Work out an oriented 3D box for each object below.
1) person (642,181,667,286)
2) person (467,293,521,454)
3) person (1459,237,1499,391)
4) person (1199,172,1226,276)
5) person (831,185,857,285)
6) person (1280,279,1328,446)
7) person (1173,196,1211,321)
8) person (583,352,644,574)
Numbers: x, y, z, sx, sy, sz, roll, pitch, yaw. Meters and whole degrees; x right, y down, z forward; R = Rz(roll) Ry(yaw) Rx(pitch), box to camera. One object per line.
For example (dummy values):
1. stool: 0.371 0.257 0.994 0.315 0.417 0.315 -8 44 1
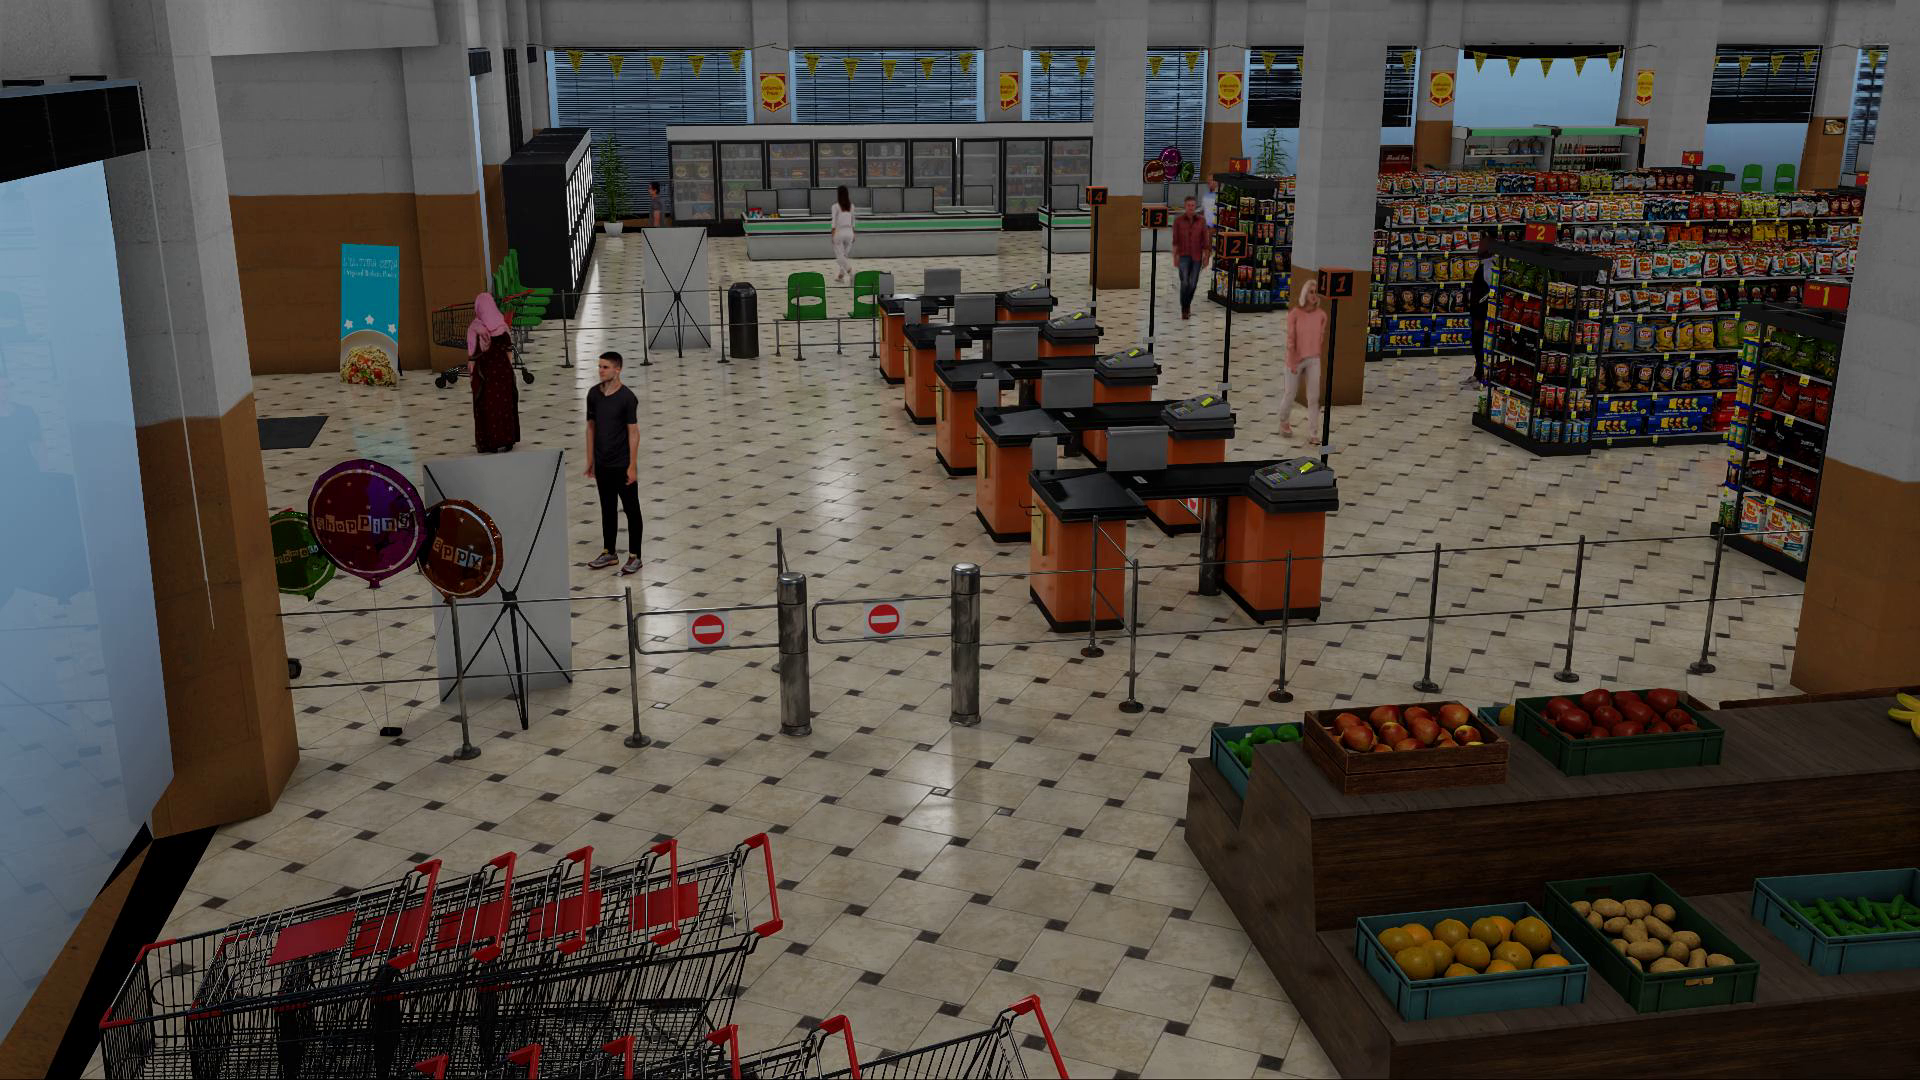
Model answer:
1. person: -5.120 -5.256 28.472 0.879 1.745 0.704 -2 17 -5
2. person: -4.786 -1.715 16.993 0.691 1.639 0.812 -12 21 -35
3. person: 6.300 -2.733 20.022 0.714 1.828 0.738 4 17 14
4. person: 4.537 -5.563 29.432 1.263 1.775 0.968 -10 19 -29
5. person: -1.952 -5.161 28.291 1.029 1.670 0.935 -12 20 -33
6. person: 3.556 -1.864 17.410 1.053 1.683 0.676 -3 17 -9
7. person: 3.467 -4.258 25.115 1.182 1.787 0.893 0 17 -1
8. person: -2.726 -0.622 13.181 0.690 1.764 0.784 8 19 25
